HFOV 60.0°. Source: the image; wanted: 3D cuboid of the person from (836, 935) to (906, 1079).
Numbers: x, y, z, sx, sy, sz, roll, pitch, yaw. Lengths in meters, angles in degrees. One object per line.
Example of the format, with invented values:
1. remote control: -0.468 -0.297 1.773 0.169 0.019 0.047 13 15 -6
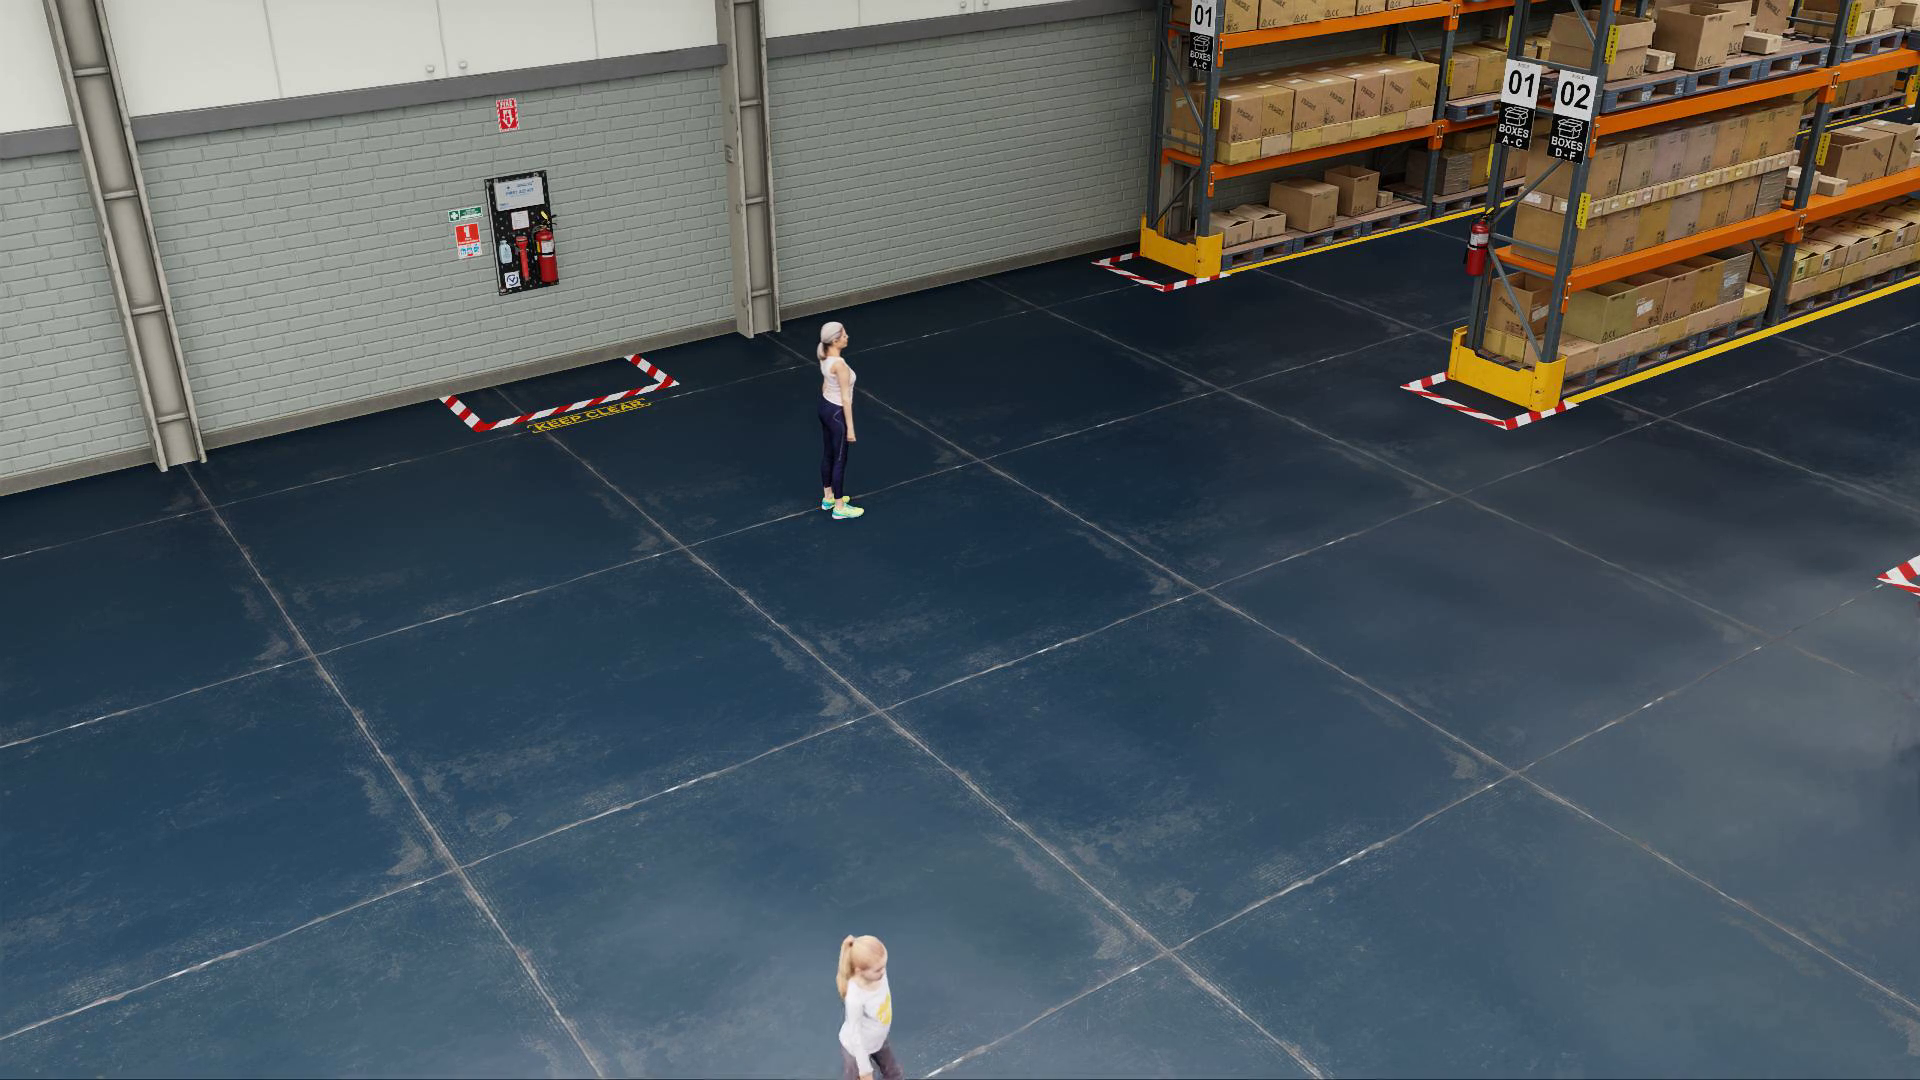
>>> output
1. person: -0.514 2.347 7.856 0.743 1.264 0.726 12 30 22

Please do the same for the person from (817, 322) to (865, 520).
1. person: -1.046 -1.015 13.908 0.562 1.702 0.627 -13 30 -24
